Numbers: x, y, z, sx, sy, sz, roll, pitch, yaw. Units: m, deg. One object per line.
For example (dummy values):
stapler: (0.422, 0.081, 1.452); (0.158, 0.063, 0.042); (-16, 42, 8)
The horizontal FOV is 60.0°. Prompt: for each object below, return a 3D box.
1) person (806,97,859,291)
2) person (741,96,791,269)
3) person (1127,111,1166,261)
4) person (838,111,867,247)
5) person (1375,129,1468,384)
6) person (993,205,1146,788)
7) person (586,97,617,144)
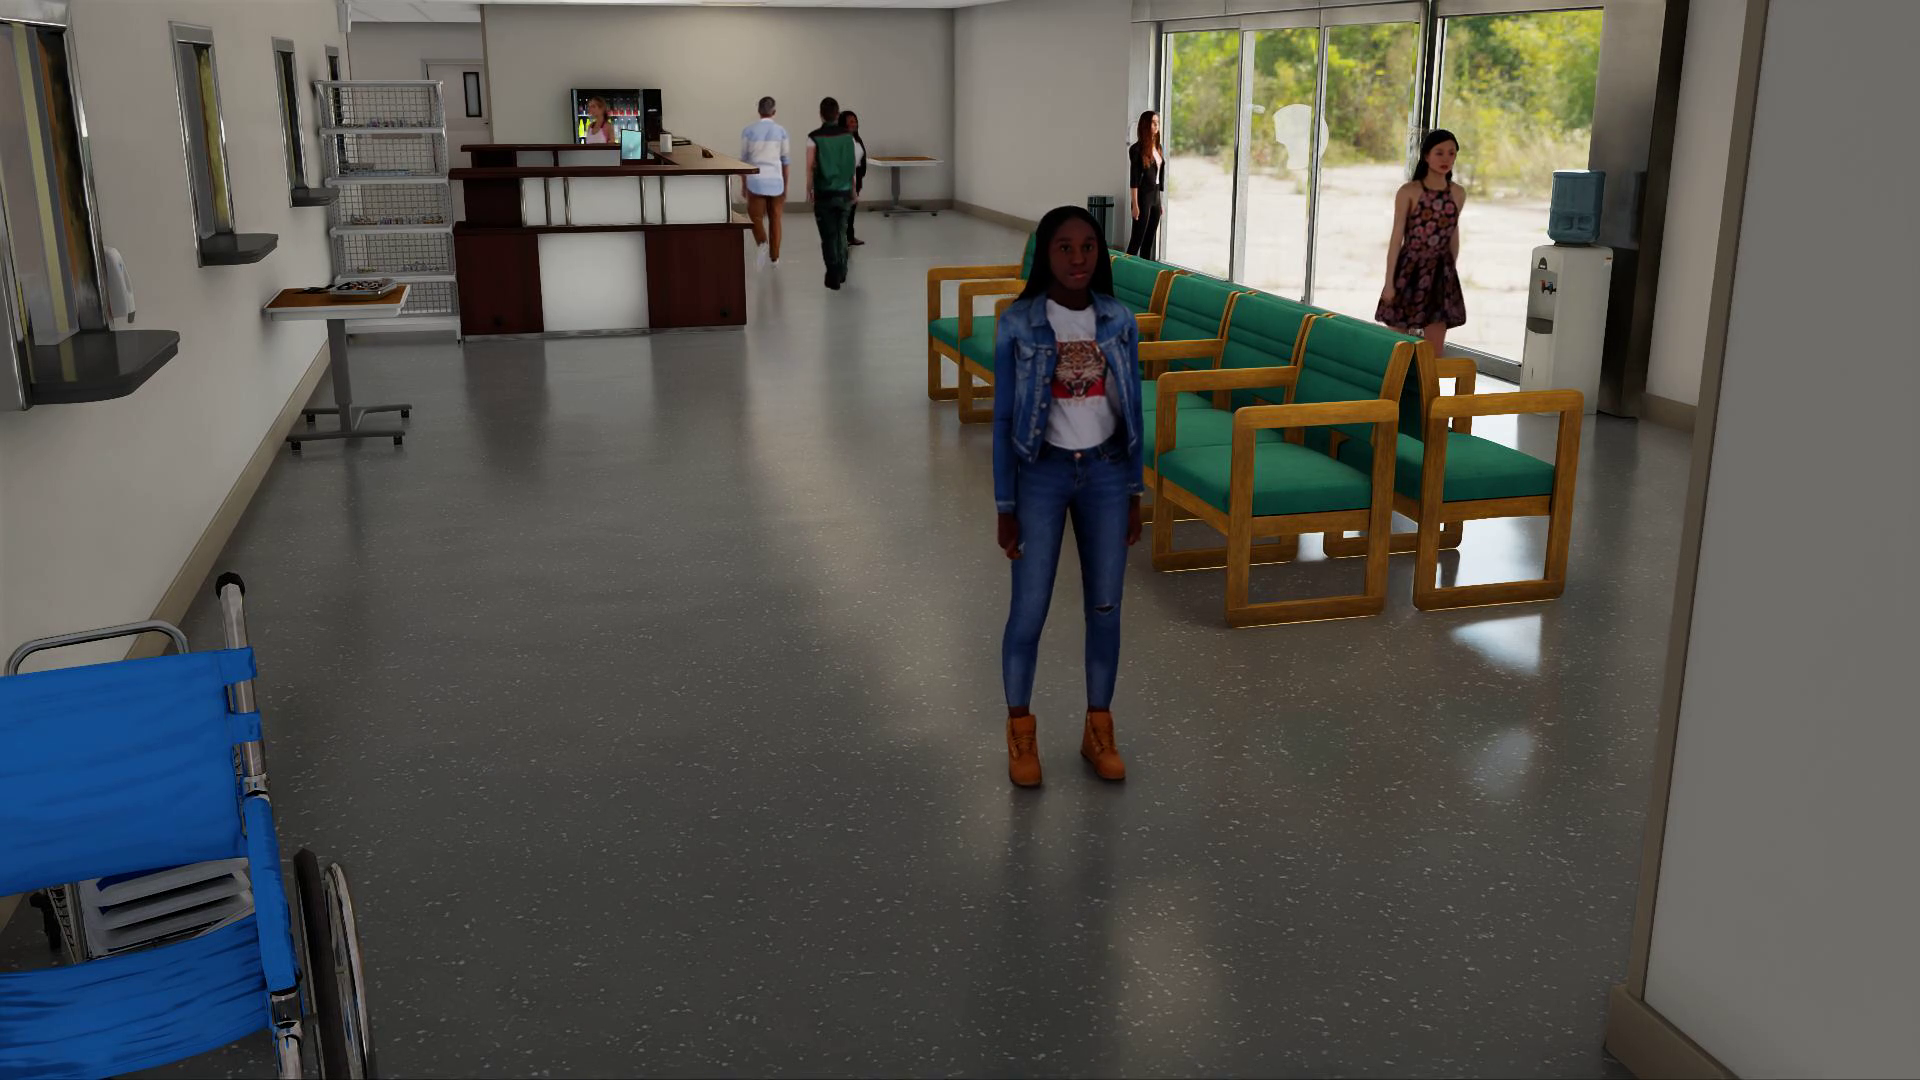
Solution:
person: (-1.214, -3.349, 16.133); (0.640, 1.836, 0.756); (-6, 17, -22)
person: (-2.068, -3.770, 17.682); (0.933, 1.805, 0.767); (-3, 16, -11)
person: (1.794, -3.278, 16.110); (0.746, 1.712, 0.638); (14, 21, 41)
person: (-1.377, -4.390, 20.229); (0.825, 1.616, 0.760); (10, 18, 31)
person: (2.613, -1.438, 9.527); (1.059, 1.742, 0.801); (-2, 16, -6)
person: (0.312, -0.125, 4.931); (0.464, 1.710, 0.676); (-3, 16, -10)
person: (-4.244, -4.367, 19.835); (0.690, 1.787, 0.736); (10, 19, 32)
